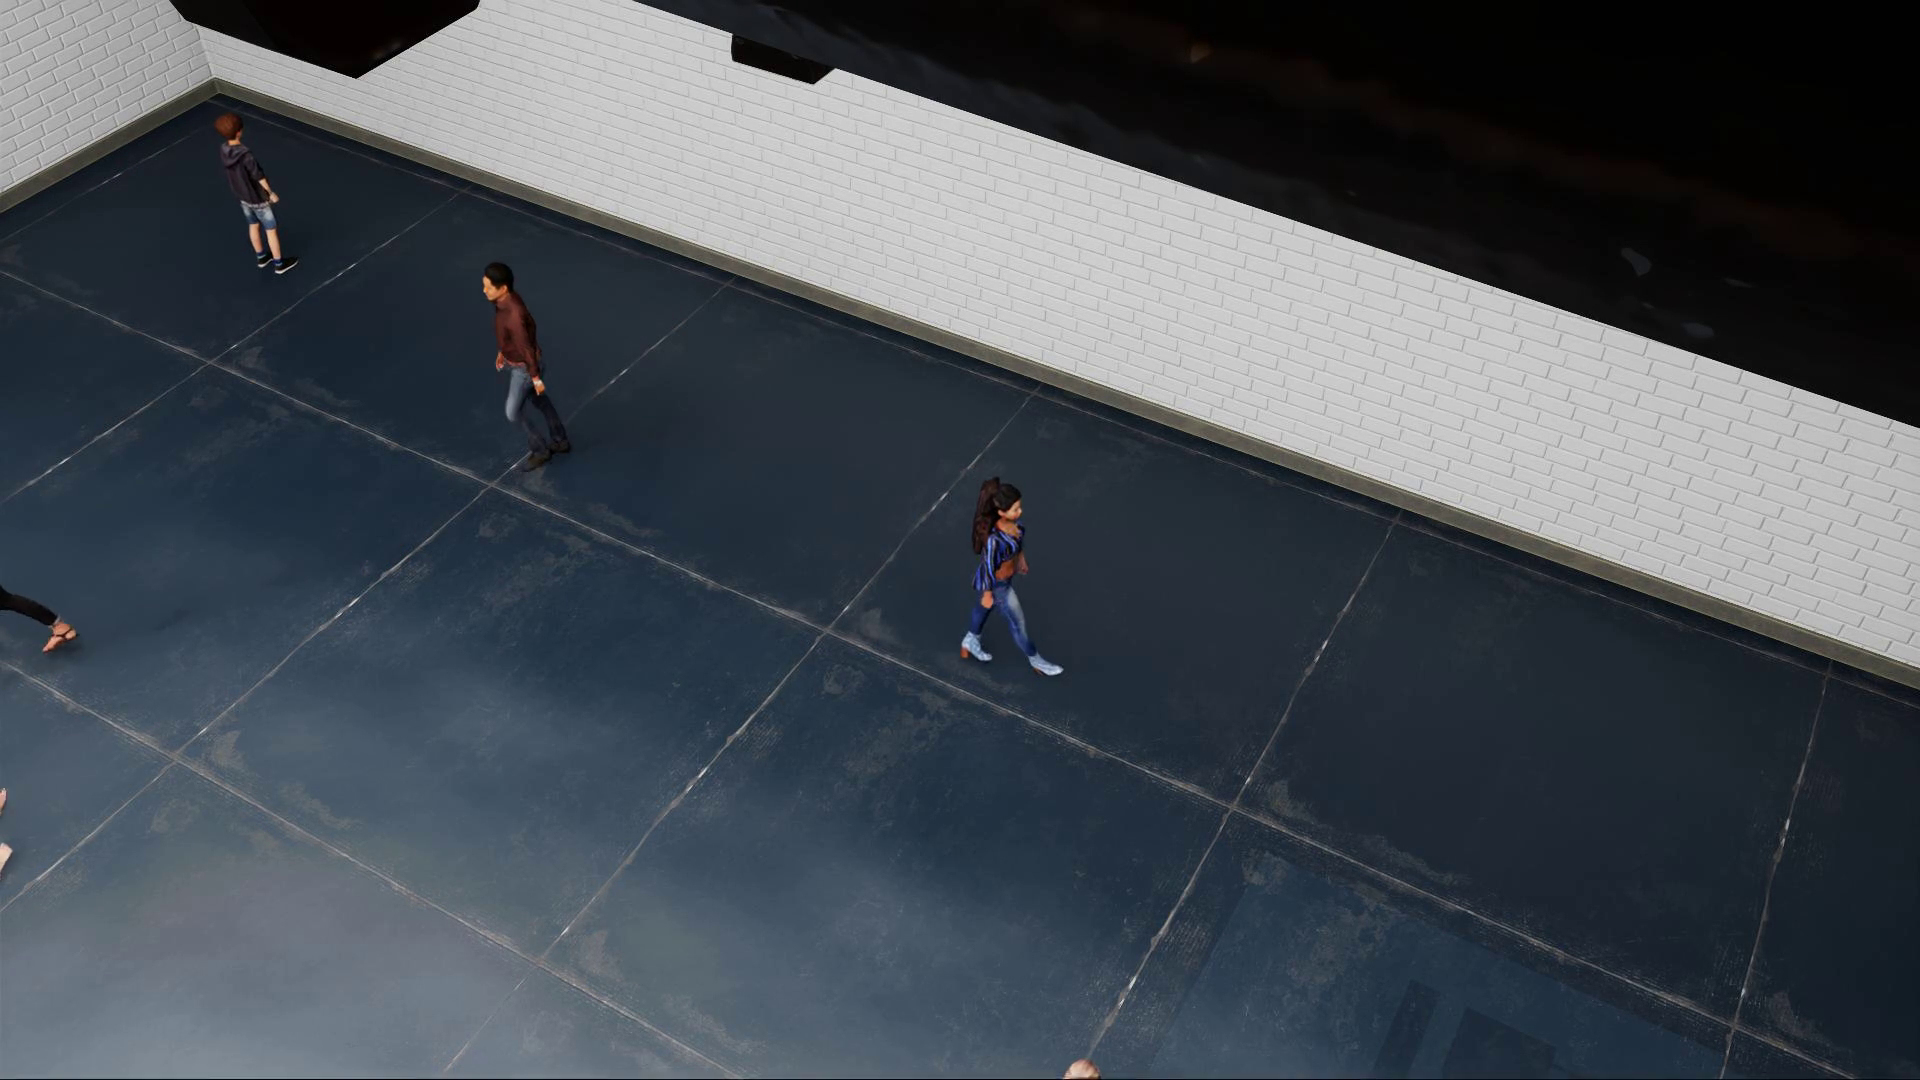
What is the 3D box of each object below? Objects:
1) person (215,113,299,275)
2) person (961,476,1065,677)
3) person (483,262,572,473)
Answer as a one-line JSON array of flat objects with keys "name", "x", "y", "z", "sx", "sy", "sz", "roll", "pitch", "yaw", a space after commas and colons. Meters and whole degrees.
[{"name": "person", "x": -5.991, "y": -2.928, "z": 14.047, "sx": 0.542, "sy": 1.446, "sz": 0.518, "roll": 21, "pitch": 47, "yaw": 20}, {"name": "person", "x": 0.171, "y": 0.237, "z": 10.621, "sx": 0.846, "sy": 1.589, "sz": 0.954, "roll": 10, "pitch": 45, "yaw": 11}, {"name": "person", "x": -3.074, "y": -1.293, "z": 12.104, "sx": 0.833, "sy": 1.759, "sz": 0.785, "roll": -15, "pitch": 46, "yaw": -15}]
